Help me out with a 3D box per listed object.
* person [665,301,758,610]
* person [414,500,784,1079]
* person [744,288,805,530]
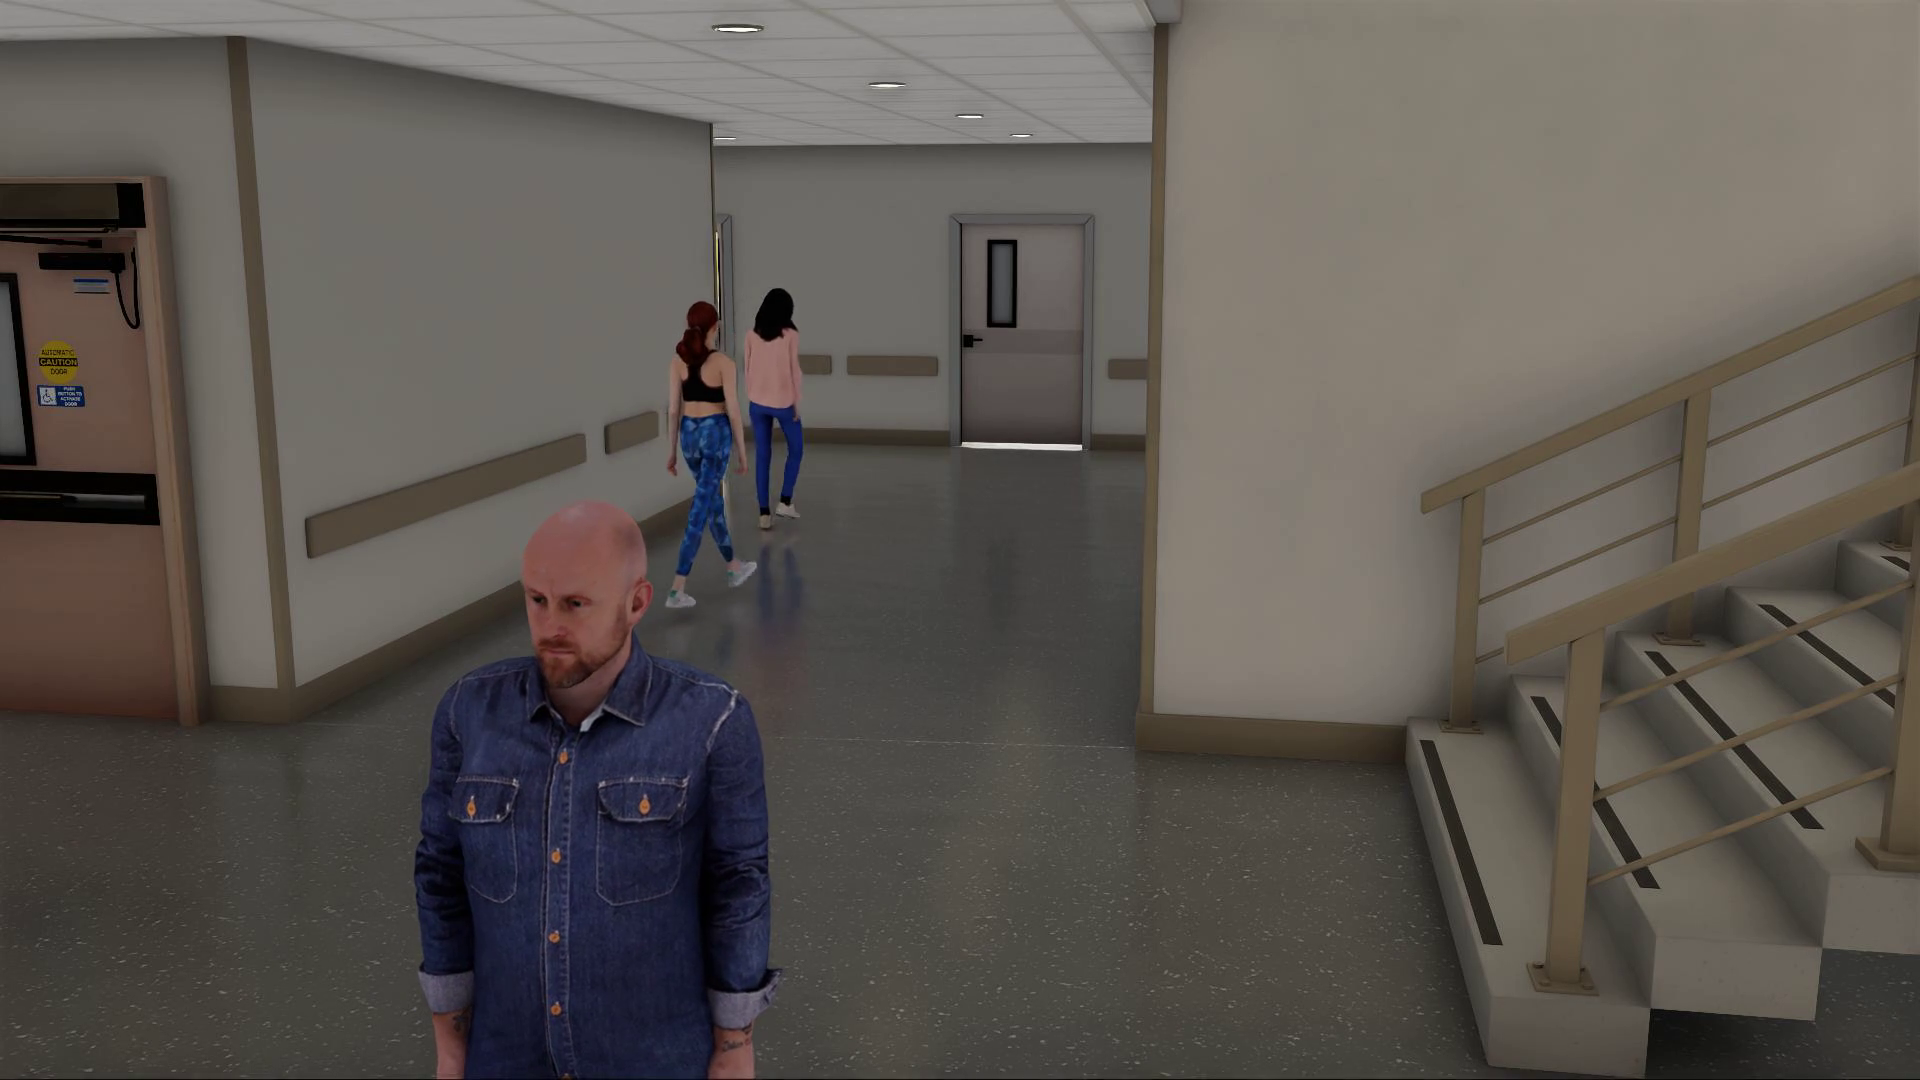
[{"bbox_3d":[-1.490,-0.435,9.504,1.217,1.729,0.821,4,12,21],"label":"person"},{"bbox_3d":[-0.561,0.834,2.555,0.558,1.827,0.798,1,11,3],"label":"person"},{"bbox_3d":[-1.395,-0.946,12.139,0.571,1.750,0.726,2,11,12],"label":"person"}]
